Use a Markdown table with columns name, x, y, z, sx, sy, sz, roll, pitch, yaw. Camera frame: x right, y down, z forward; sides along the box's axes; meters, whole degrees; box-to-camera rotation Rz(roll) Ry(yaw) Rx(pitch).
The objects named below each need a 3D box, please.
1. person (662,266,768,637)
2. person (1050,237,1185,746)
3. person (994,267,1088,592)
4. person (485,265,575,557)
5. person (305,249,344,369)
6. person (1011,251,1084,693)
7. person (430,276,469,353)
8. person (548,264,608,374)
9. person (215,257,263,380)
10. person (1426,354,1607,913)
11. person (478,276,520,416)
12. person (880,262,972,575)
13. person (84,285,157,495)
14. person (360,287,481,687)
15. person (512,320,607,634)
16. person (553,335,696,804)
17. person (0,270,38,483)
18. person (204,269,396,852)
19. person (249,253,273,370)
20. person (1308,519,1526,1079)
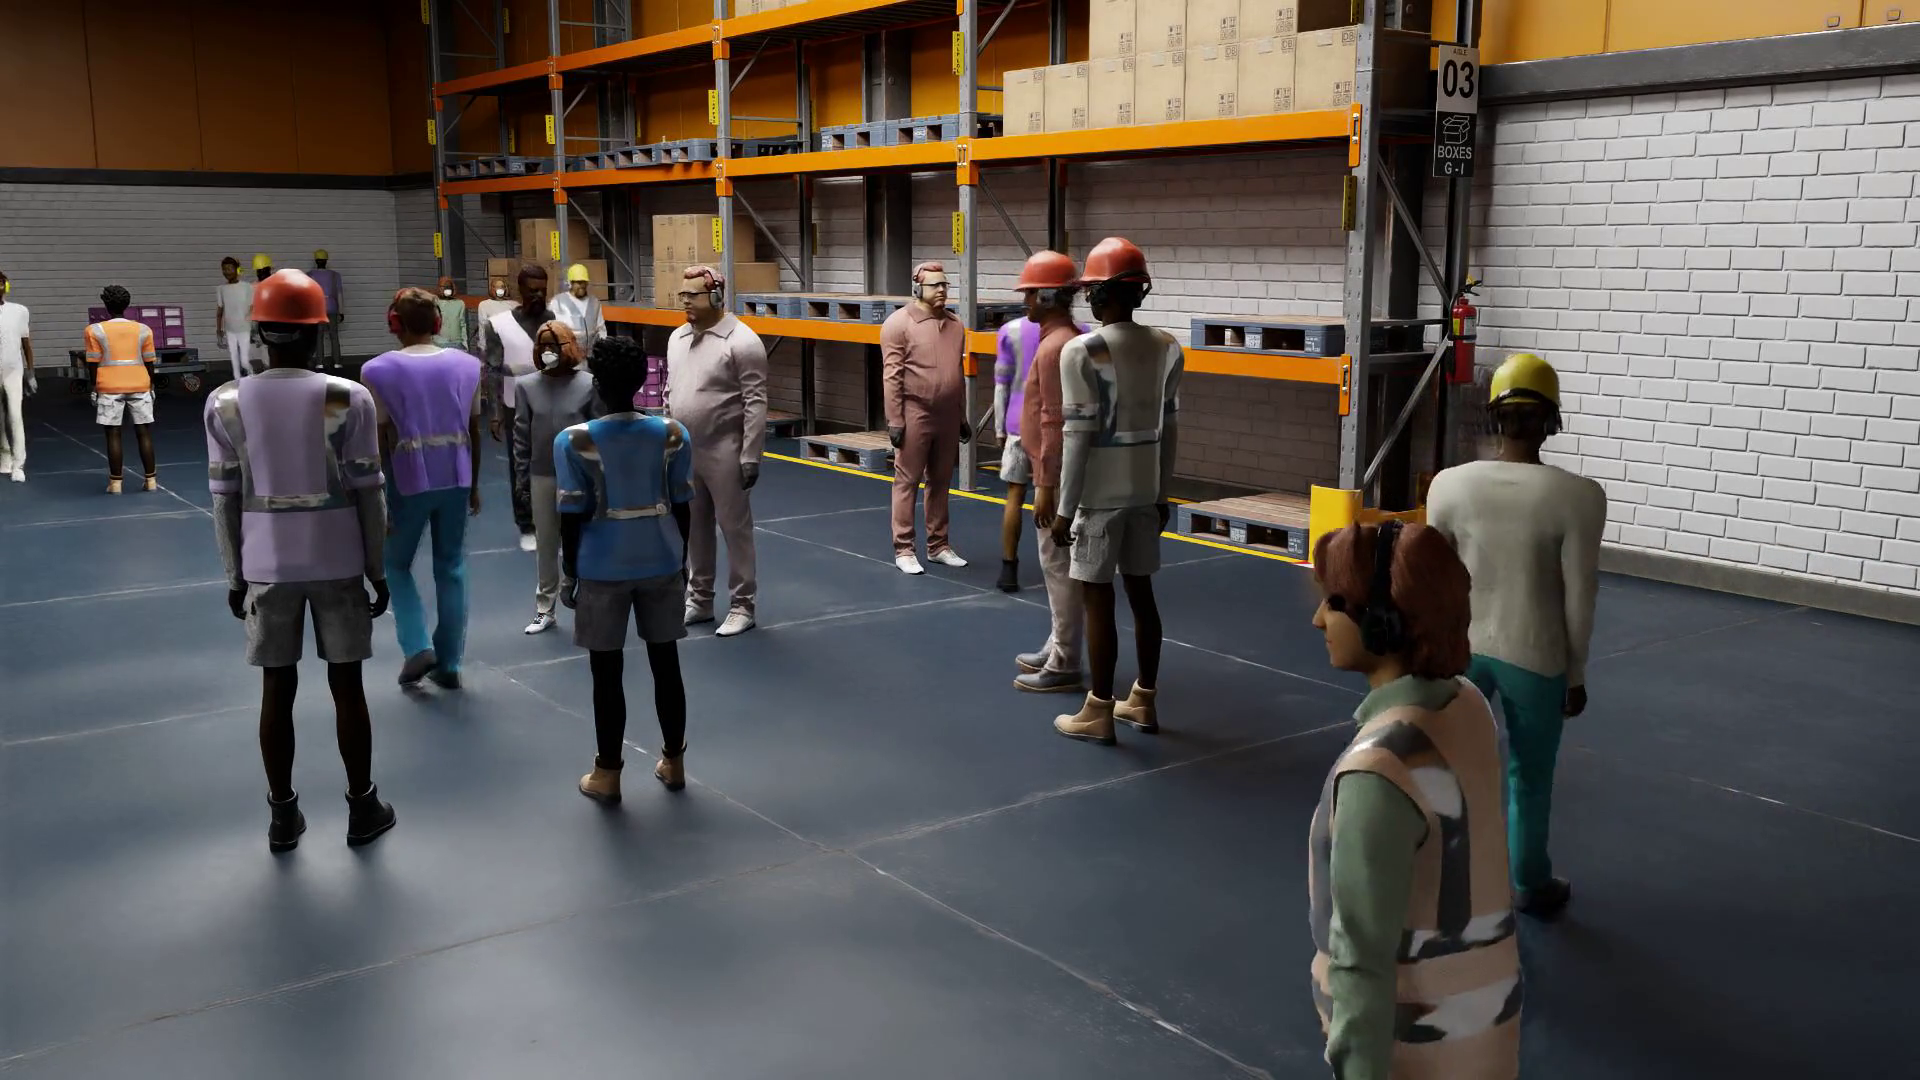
| name | x | y | z | sx | sy | sz | roll | pitch | yaw |
| --- | --- | --- | --- | --- | --- | --- | --- | --- | --- |
| person | -1.302 | -0.455 | 8.613 | 0.649 | 1.906 | 0.401 | 7 | 12 | 35 |
| person | 0.616 | -0.192 | 6.756 | 0.614 | 2.043 | 0.373 | -8 | 13 | -37 |
| person | 0.492 | -0.659 | 9.696 | 0.596 | 1.929 | 0.400 | 0 | 10 | 1 |
| person | -2.723 | -0.812 | 10.681 | 0.617 | 1.872 | 0.954 | -5 | 11 | -27 |
| person | -10.233 | -3.707 | 26.768 | 0.594 | 1.926 | 0.368 | -4 | 11 | -23 |
| person | 0.410 | -0.303 | 7.555 | 0.430 | 1.985 | 0.647 | 2 | 10 | 11 |
| person | -6.148 | -2.348 | 19.985 | 0.507 | 1.630 | 0.273 | -9 | 14 | -42 |
| person | -3.918 | -1.962 | 17.353 | 0.623 | 1.791 | 0.904 | -9 | 14 | -42 |
| person | -8.855 | -2.531 | 20.397 | 0.556 | 1.849 | 0.404 | 1 | 10 | 4 |
| person | 1.535 | 0.332 | 4.759 | 0.531 | 1.713 | 0.891 | 8 | 13 | 36 |
| person | -5.410 | -2.274 | 19.610 | 0.500 | 1.619 | 0.284 | -5 | 11 | -25 |
| person | -0.181 | -0.753 | 10.279 | 0.639 | 1.911 | 0.406 | -9 | 13 | -41 |
| person | -6.773 | -1.212 | 13.461 | 0.538 | 1.690 | 0.321 | -9 | 14 | -43 |
| person | -2.416 | -0.226 | 7.551 | 0.571 | 1.825 | 0.450 | -7 | 12 | -36 |
| person | -2.055 | -0.317 | 8.604 | 0.507 | 1.631 | 0.266 | 1 | 10 | 3 |
| person | -1.210 | 0.108 | 6.047 | 0.535 | 1.698 | 0.318 | -6 | 12 | -32 |
| person | -8.294 | -1.437 | 14.371 | 0.538 | 1.825 | 0.954 | -5 | 11 | -28 |
| person | -2.181 | 0.078 | 5.544 | 0.545 | 1.938 | 0.359 | -2 | 10 | -11 |
| person | -8.804 | -2.718 | 21.309 | 0.625 | 1.902 | 0.625 | 0 | 10 | -1 |
| person | 0.718 | 0.779 | 2.480 | 0.440 | 1.624 | 0.531 | 5 | 11 | 26 |
